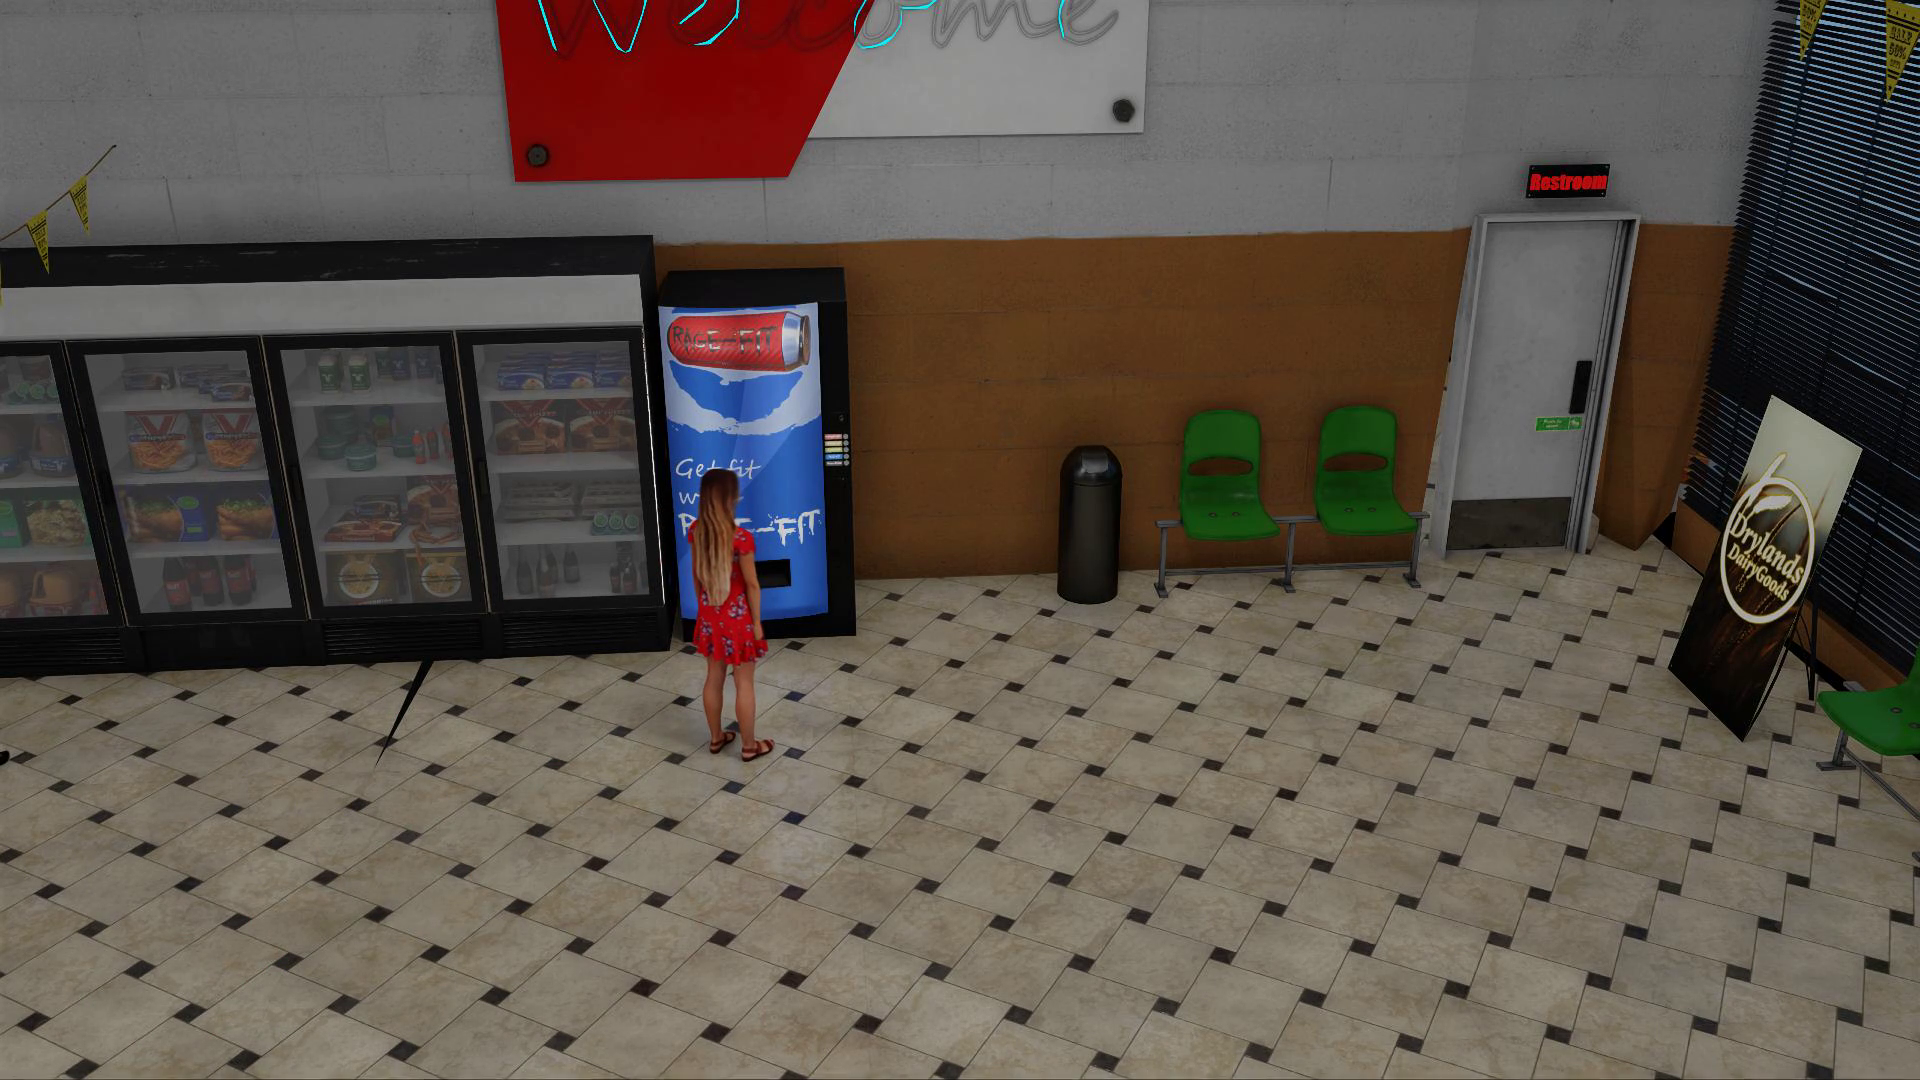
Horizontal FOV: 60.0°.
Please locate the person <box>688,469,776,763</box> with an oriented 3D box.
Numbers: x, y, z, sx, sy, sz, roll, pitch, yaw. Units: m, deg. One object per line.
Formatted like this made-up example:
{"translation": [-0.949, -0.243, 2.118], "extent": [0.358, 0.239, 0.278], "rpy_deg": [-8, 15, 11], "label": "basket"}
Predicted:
{"translation": [-1.201, 0.389, 8.553], "extent": [0.660, 1.592, 0.697], "rpy_deg": [13, 27, 27], "label": "person"}
